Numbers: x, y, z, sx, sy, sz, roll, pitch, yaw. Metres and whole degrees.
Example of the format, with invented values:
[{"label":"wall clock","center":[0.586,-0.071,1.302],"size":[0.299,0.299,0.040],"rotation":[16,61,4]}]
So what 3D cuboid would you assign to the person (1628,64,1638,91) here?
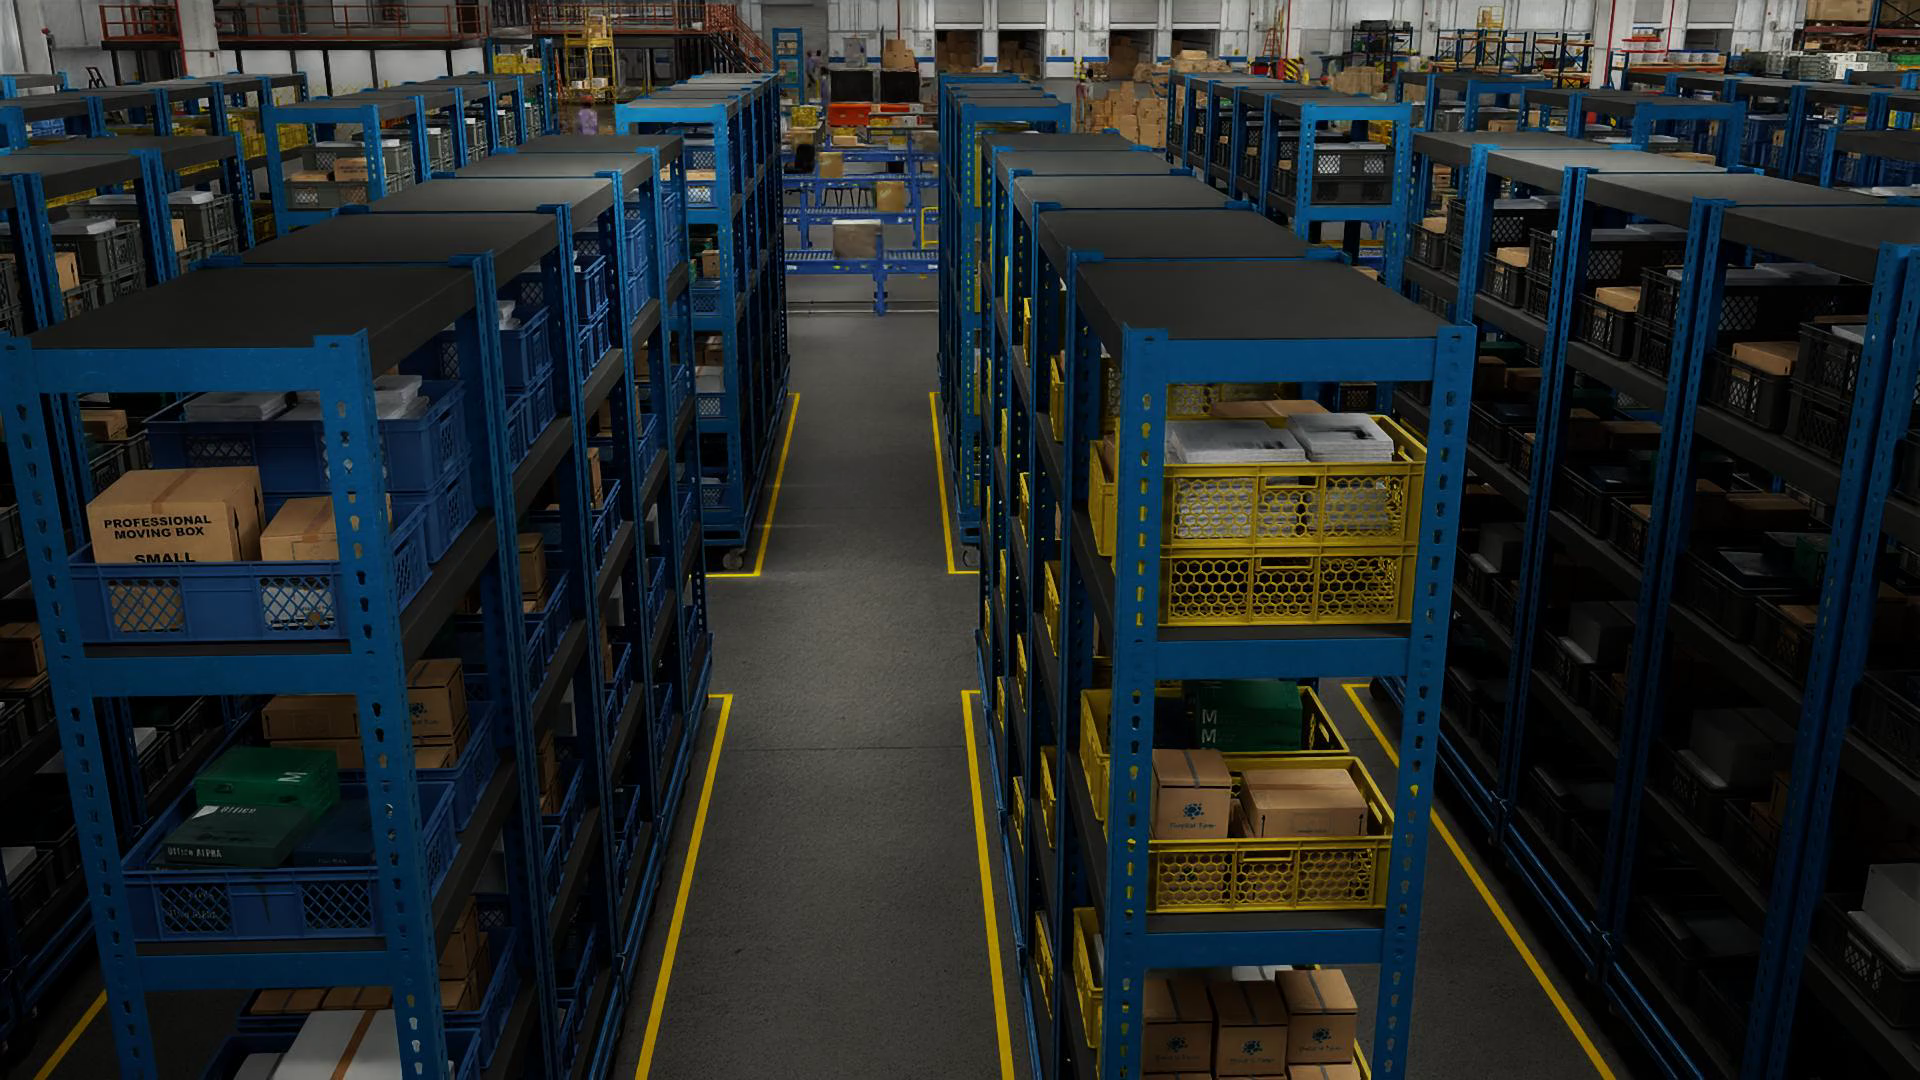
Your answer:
[{"label":"person","center":[30.814,-21.293,76.499],"size":[0.685,2.000,0.995],"rotation":[0,18,-1]}]

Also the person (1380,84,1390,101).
[{"label":"person","center":[14.608,-14.917,57.457],"size":[0.374,1.611,0.506],"rotation":[13,22,34]}]

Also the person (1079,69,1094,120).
[{"label":"person","center":[4.847,-16.823,62.873],"size":[0.994,1.920,0.619],"rotation":[1,18,3]}]

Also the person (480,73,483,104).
[{"label":"person","center":[-17.333,-15.997,60.425],"size":[0.511,1.845,0.341],"rotation":[-15,23,-39]}]

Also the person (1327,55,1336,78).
[{"label":"person","center":[18.695,-23.474,83.687],"size":[1.005,1.778,0.638],"rotation":[7,19,20]}]

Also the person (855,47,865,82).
[{"label":"person","center":[-5.568,-26.733,93.528],"size":[0.539,1.916,0.650],"rotation":[2,18,7]}]

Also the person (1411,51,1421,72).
[{"label":"person","center":[23.609,-24.357,86.214],"size":[0.458,1.903,0.642],"rotation":[-16,24,-40]}]

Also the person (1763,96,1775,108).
[{"label":"person","center":[28.892,-15.648,59.348],"size":[0.582,1.846,0.953],"rotation":[-6,19,-18]}]

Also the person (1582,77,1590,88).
[{"label":"person","center":[20.770,-14.383,55.282],"size":[0.375,1.935,0.551],"rotation":[-6,19,-18]}]

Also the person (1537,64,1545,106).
[{"label":"person","center":[24.102,-18.845,69.222],"size":[0.509,1.860,0.334],"rotation":[-16,24,-41]}]

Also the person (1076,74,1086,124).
[{"label":"person","center":[4.494,-16.312,61.526],"size":[0.314,1.768,0.527],"rotation":[-12,22,-33]}]

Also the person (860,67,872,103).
[{"label":"person","center":[-3.915,-19.146,70.419],"size":[0.554,1.678,0.866],"rotation":[-17,25,-42]}]

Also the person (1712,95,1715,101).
[{"label":"person","center":[21.830,-12.169,48.537],"size":[0.556,1.888,1.030],"rotation":[0,18,1]}]

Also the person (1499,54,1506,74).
[{"label":"person","center":[26.448,-22.749,81.199],"size":[0.532,1.913,0.614],"rotation":[2,18,6]}]

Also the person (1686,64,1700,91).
[{"label":"person","center":[30.404,-18.725,68.757],"size":[0.628,1.907,0.830],"rotation":[-3,18,-9]}]

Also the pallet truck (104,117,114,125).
[{"label":"pallet truck","center":[-18.367,-7.885,35.078],"size":[1.885,1.965,0.823],"rotation":[1,18,2]}]

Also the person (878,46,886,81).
[{"label":"person","center":[-4.238,-26.855,93.850],"size":[0.980,1.942,0.648],"rotation":[13,22,35]}]

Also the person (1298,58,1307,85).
[{"label":"person","center":[16.215,-21.874,78.652],"size":[0.562,1.830,0.399],"rotation":[-12,21,-32]}]

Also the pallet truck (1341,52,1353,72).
[{"label":"pallet truck","center":[18.794,-23.123,82.231],"size":[0.823,1.965,1.885],"rotation":[-13,22,-35]}]

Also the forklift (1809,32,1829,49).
[{"label":"forklift","center":[45.950,-25.863,89.297],"size":[1.129,2.768,1.873],"rotation":[-1,18,-2]}]

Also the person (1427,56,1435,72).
[{"label":"person","center":[24.524,-24.300,86.405],"size":[0.739,1.670,0.539],"rotation":[0,18,-1]}]

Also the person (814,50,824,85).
[{"label":"person","center":[-7.675,-25.704,90.493],"size":[0.624,1.835,0.431],"rotation":[-11,21,-30]}]

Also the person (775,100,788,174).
[{"label":"person","center":[-4.660,-10.468,43.237],"size":[0.424,1.893,0.643],"rotation":[1,18,2]}]

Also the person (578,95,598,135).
[{"label":"person","center":[-9.614,-10.456,42.983],"size":[0.637,2.027,0.607],"rotation":[12,22,33]}]

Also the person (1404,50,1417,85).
[{"label":"person","center":[24.306,-25.370,89.384],"size":[0.992,1.881,0.608],"rotation":[12,22,34]}]

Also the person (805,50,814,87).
[{"label":"person","center":[-7.968,-25.179,88.730],"size":[0.545,1.921,0.626],"rotation":[9,20,27]}]

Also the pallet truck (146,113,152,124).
[{"label":"pallet truck","center":[-18.087,-8.309,36.390],"size":[1.885,1.965,0.823],"rotation":[-1,18,-4]}]

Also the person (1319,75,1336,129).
[{"label":"person","center":[12.741,-15.273,58.132],"size":[1.025,1.893,0.547],"rotation":[-3,18,-9]}]

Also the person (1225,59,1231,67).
[{"label":"person","center":[11.801,-20.348,73.799],"size":[0.597,1.899,0.453],"rotation":[-10,20,-28]}]

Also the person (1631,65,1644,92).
[{"label":"person","center":[30.065,-20.306,73.645],"size":[0.658,1.907,0.800],"rotation":[-1,18,-2]}]

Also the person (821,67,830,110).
[{"label":"person","center":[-5.239,-17.587,65.266],"size":[0.752,1.896,0.599],"rotation":[4,18,12]}]
